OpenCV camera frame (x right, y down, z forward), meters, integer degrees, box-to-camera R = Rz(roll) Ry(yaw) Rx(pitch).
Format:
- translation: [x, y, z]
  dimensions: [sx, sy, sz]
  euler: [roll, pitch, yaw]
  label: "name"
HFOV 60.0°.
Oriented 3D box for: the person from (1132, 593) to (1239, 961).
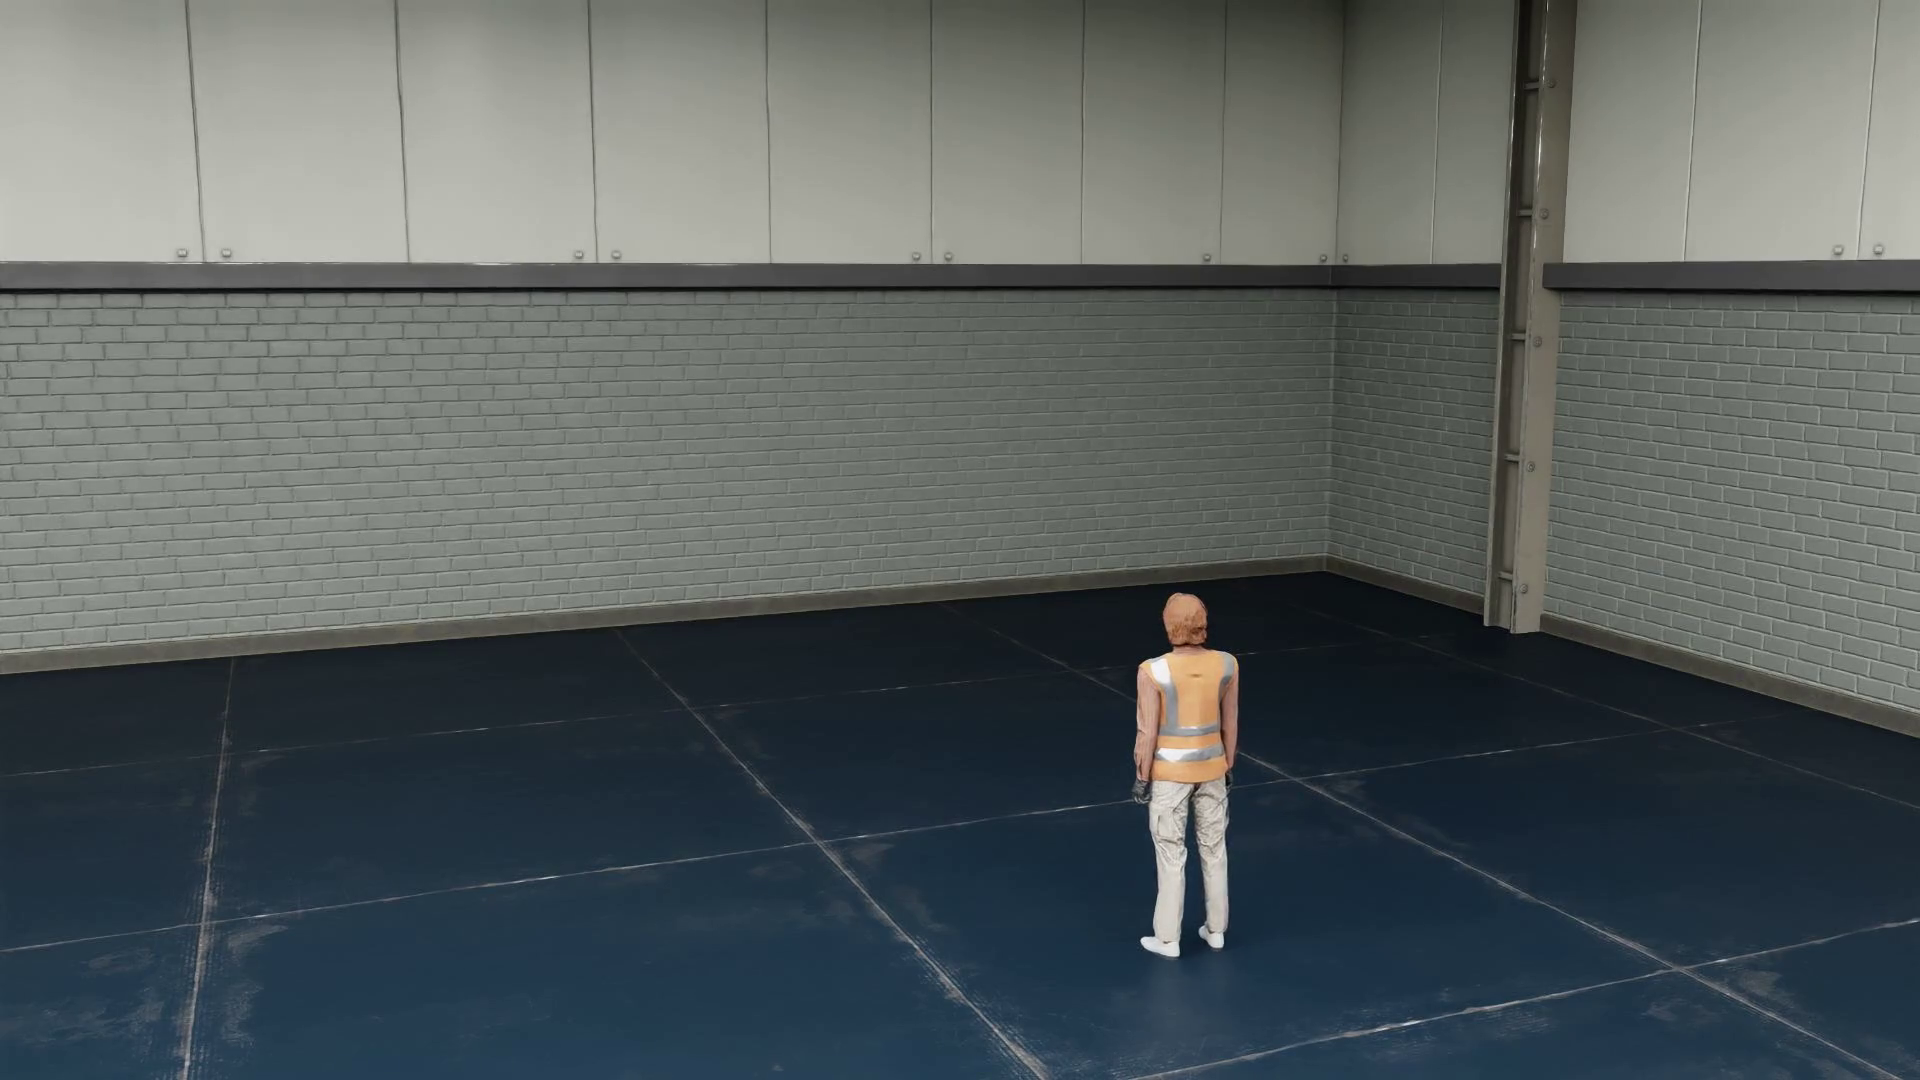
- translation: [1.003, 1.049, 7.395]
  dimensions: [0.517, 1.635, 0.314]
  euler: [-3, 10, -21]
  label: "person"
